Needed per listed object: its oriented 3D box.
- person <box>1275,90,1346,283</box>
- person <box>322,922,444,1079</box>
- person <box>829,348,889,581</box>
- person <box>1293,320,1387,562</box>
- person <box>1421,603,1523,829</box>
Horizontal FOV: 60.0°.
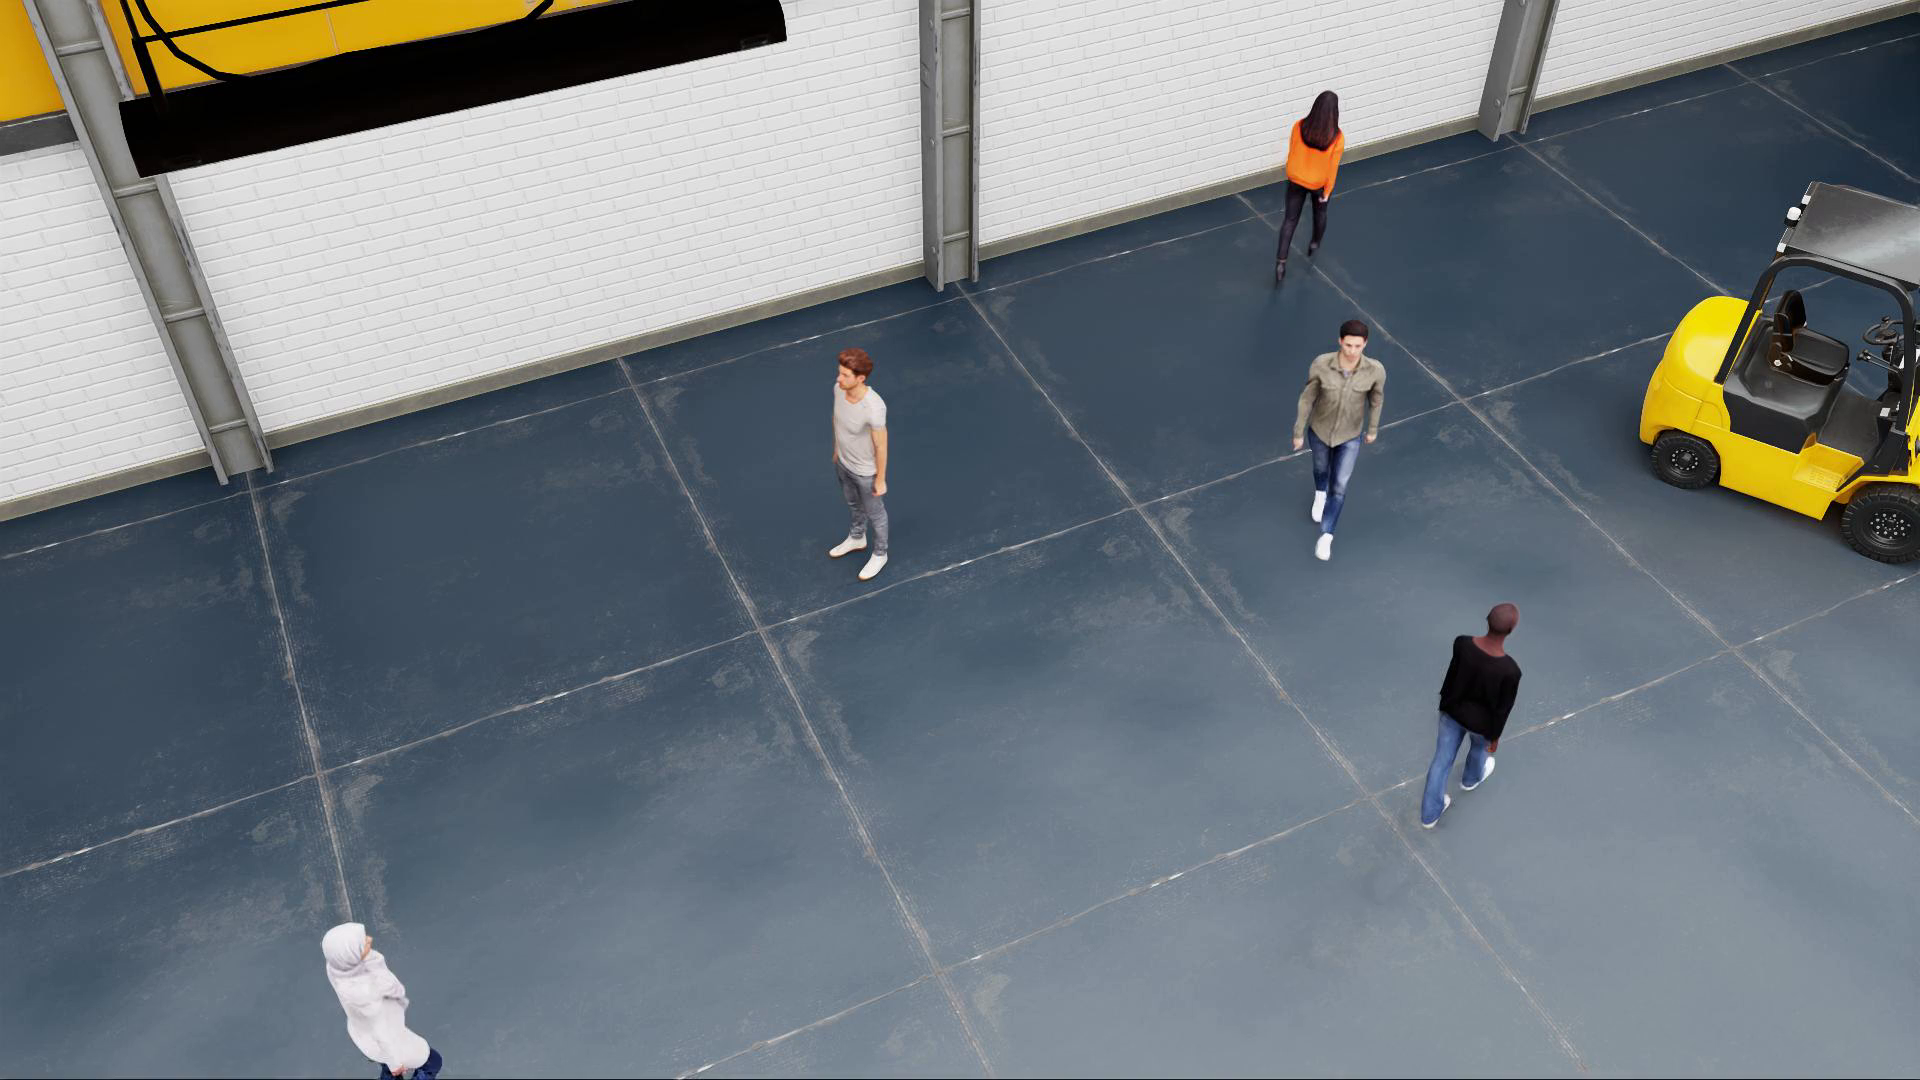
[{"bbox_3d":[2.923,-2.984,14.117,1.055,1.713,1.135,17,46,17],"label":"person"},{"bbox_3d":[-2.974,2.501,8.322,0.641,1.767,0.664,-29,51,-27],"label":"person"},{"bbox_3d":[-0.676,-0.547,11.426,0.664,1.898,0.719,-31,52,-29],"label":"person"},{"bbox_3d":[2.670,-0.825,11.770,1.170,1.825,1.208,12,45,12],"label":"person"},{"bbox_3d":[2.967,1.089,9.834,0.846,1.725,1.031,32,52,29],"label":"person"}]
